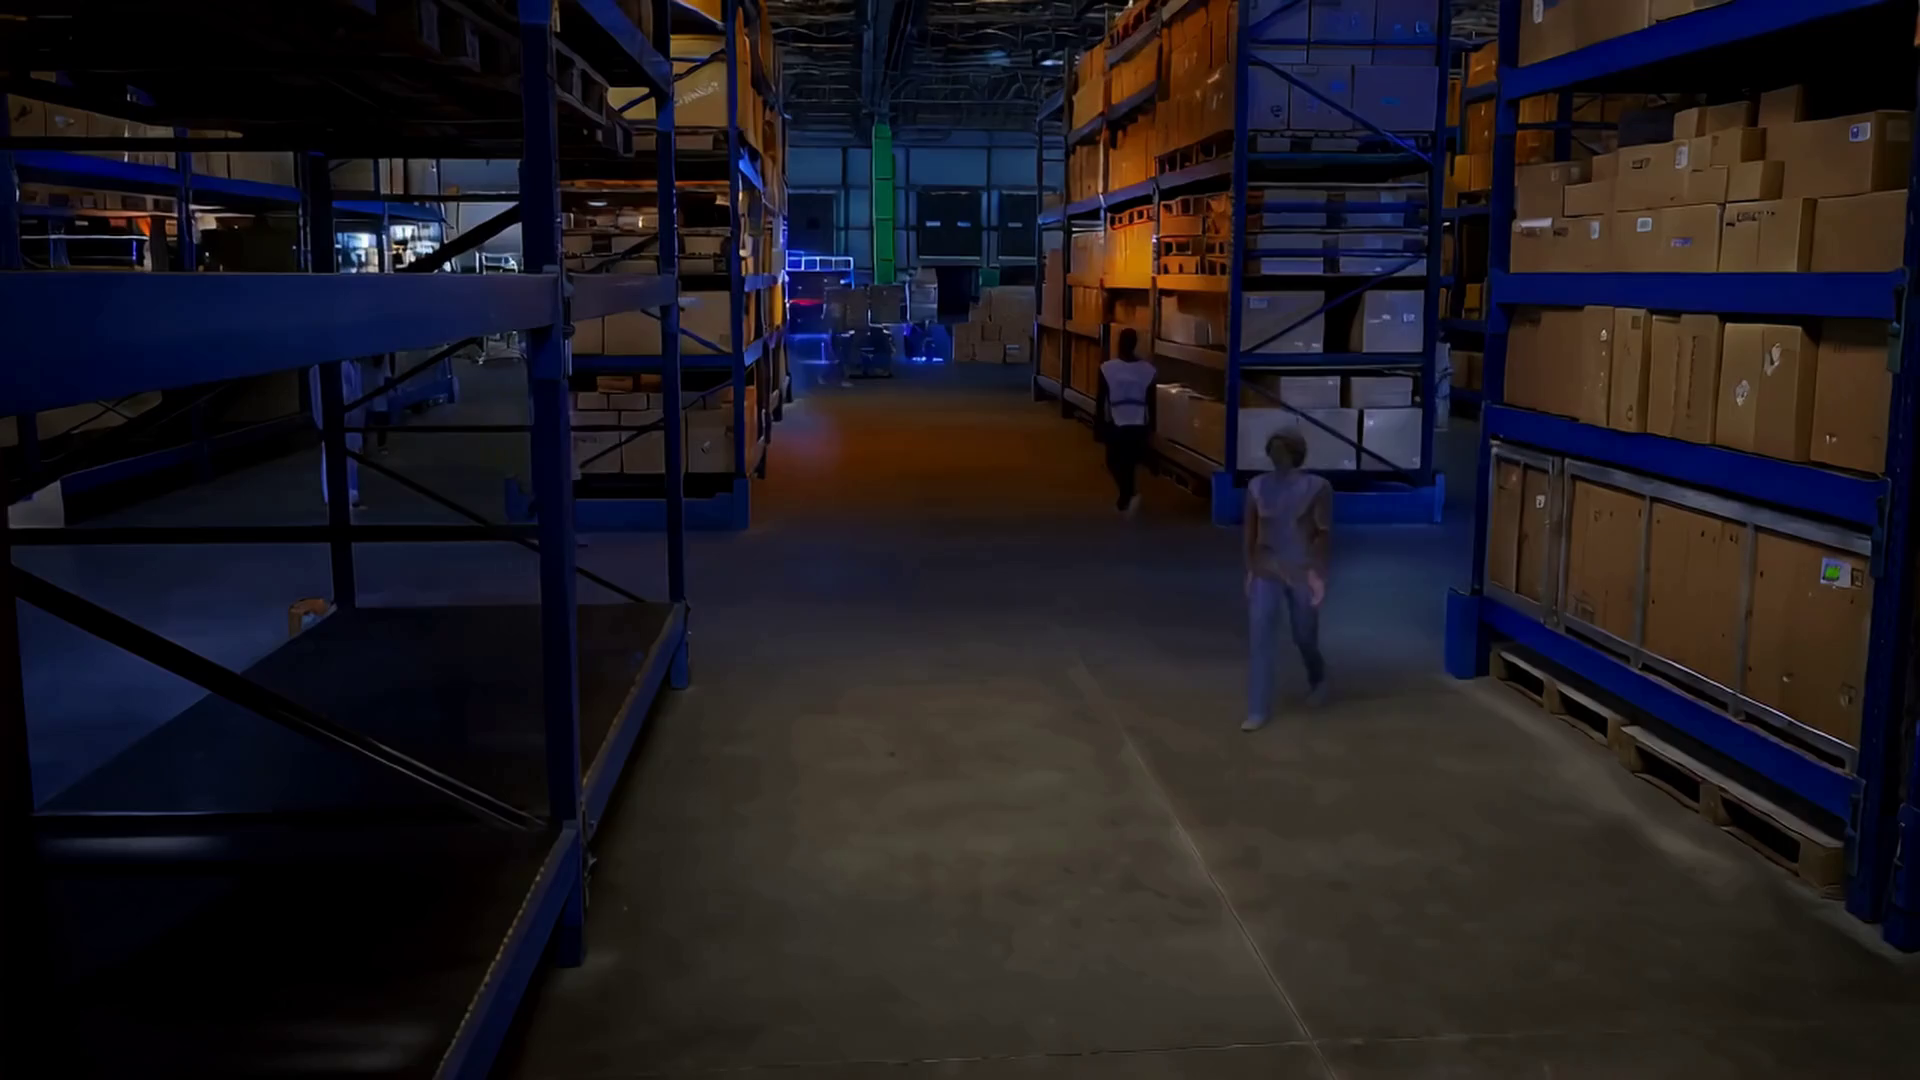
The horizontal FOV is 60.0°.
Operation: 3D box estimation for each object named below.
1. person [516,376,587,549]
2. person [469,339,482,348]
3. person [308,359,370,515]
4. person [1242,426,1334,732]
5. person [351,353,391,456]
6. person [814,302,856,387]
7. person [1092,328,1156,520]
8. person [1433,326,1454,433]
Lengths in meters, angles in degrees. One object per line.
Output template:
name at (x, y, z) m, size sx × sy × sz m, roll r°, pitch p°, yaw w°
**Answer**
person at (-3.597, -0.760, 14.635) m, size 0.596 × 1.681 × 0.546 m, roll 4°, pitch 10°, yaw 25°
person at (-16.020, -7.306, 55.180) m, size 0.693 × 1.870 × 0.428 m, roll -8°, pitch 12°, yaw -42°
person at (-6.198, -1.163, 16.695) m, size 0.430 × 1.840 × 0.625 m, roll 5°, pitch 10°, yaw 27°
person at (1.771, 0.186, 8.925) m, size 0.528 × 1.613 × 0.680 m, roll 5°, pitch 10°, yaw 28°
person at (-7.846, -1.963, 22.158) m, size 0.529 × 1.697 × 0.321 m, roll -3°, pitch 10°, yaw -20°
person at (-2.724, -4.201, 35.793) m, size 0.918 × 1.836 × 0.530 m, roll 2°, pitch 9°, yaw 11°
person at (1.654, -1.135, 16.350) m, size 0.590 × 1.894 × 0.786 m, roll -3°, pitch 10°, yaw -18°
person at (7.388, -2.454, 25.457) m, size 0.319 × 1.628 × 0.508 m, roll 3°, pitch 10°, yaw 20°
